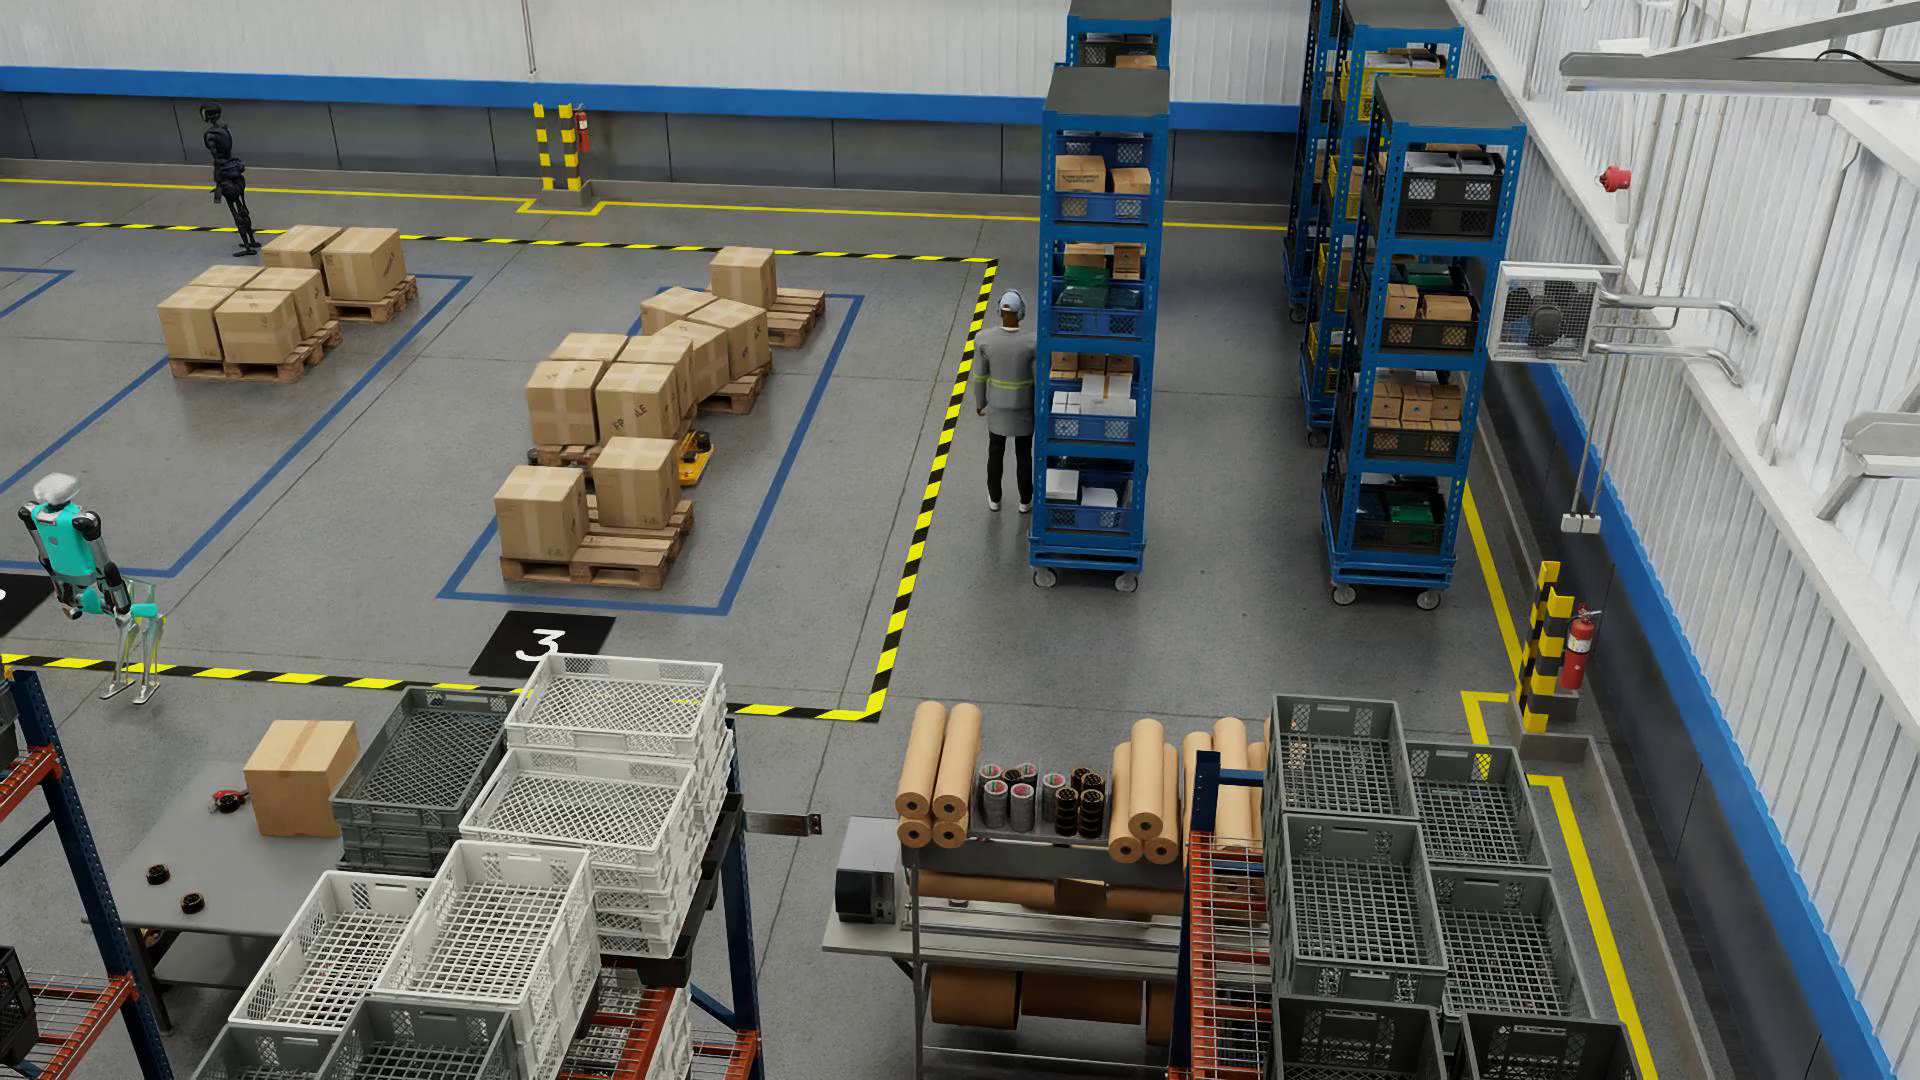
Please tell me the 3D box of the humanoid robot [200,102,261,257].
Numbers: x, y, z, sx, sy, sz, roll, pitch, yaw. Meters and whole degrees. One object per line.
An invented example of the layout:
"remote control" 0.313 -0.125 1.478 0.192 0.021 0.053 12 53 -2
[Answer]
"humanoid robot" -7.906 -3.903 17.959 0.315 1.659 0.599 -2 30 -4

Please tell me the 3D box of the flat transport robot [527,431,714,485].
"flat transport robot" -2.834 -0.723 13.888 1.431 0.197 0.652 3 30 6

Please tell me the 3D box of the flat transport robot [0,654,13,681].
"flat transport robot" -7.142 0.969 11.010 1.431 0.231 0.659 3 30 6

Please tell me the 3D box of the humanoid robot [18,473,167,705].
"humanoid robot" -5.429 0.256 10.645 0.533 1.672 0.735 8 31 14

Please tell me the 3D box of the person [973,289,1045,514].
"person" 0.402 -1.075 12.951 0.587 1.847 0.397 6 31 11
